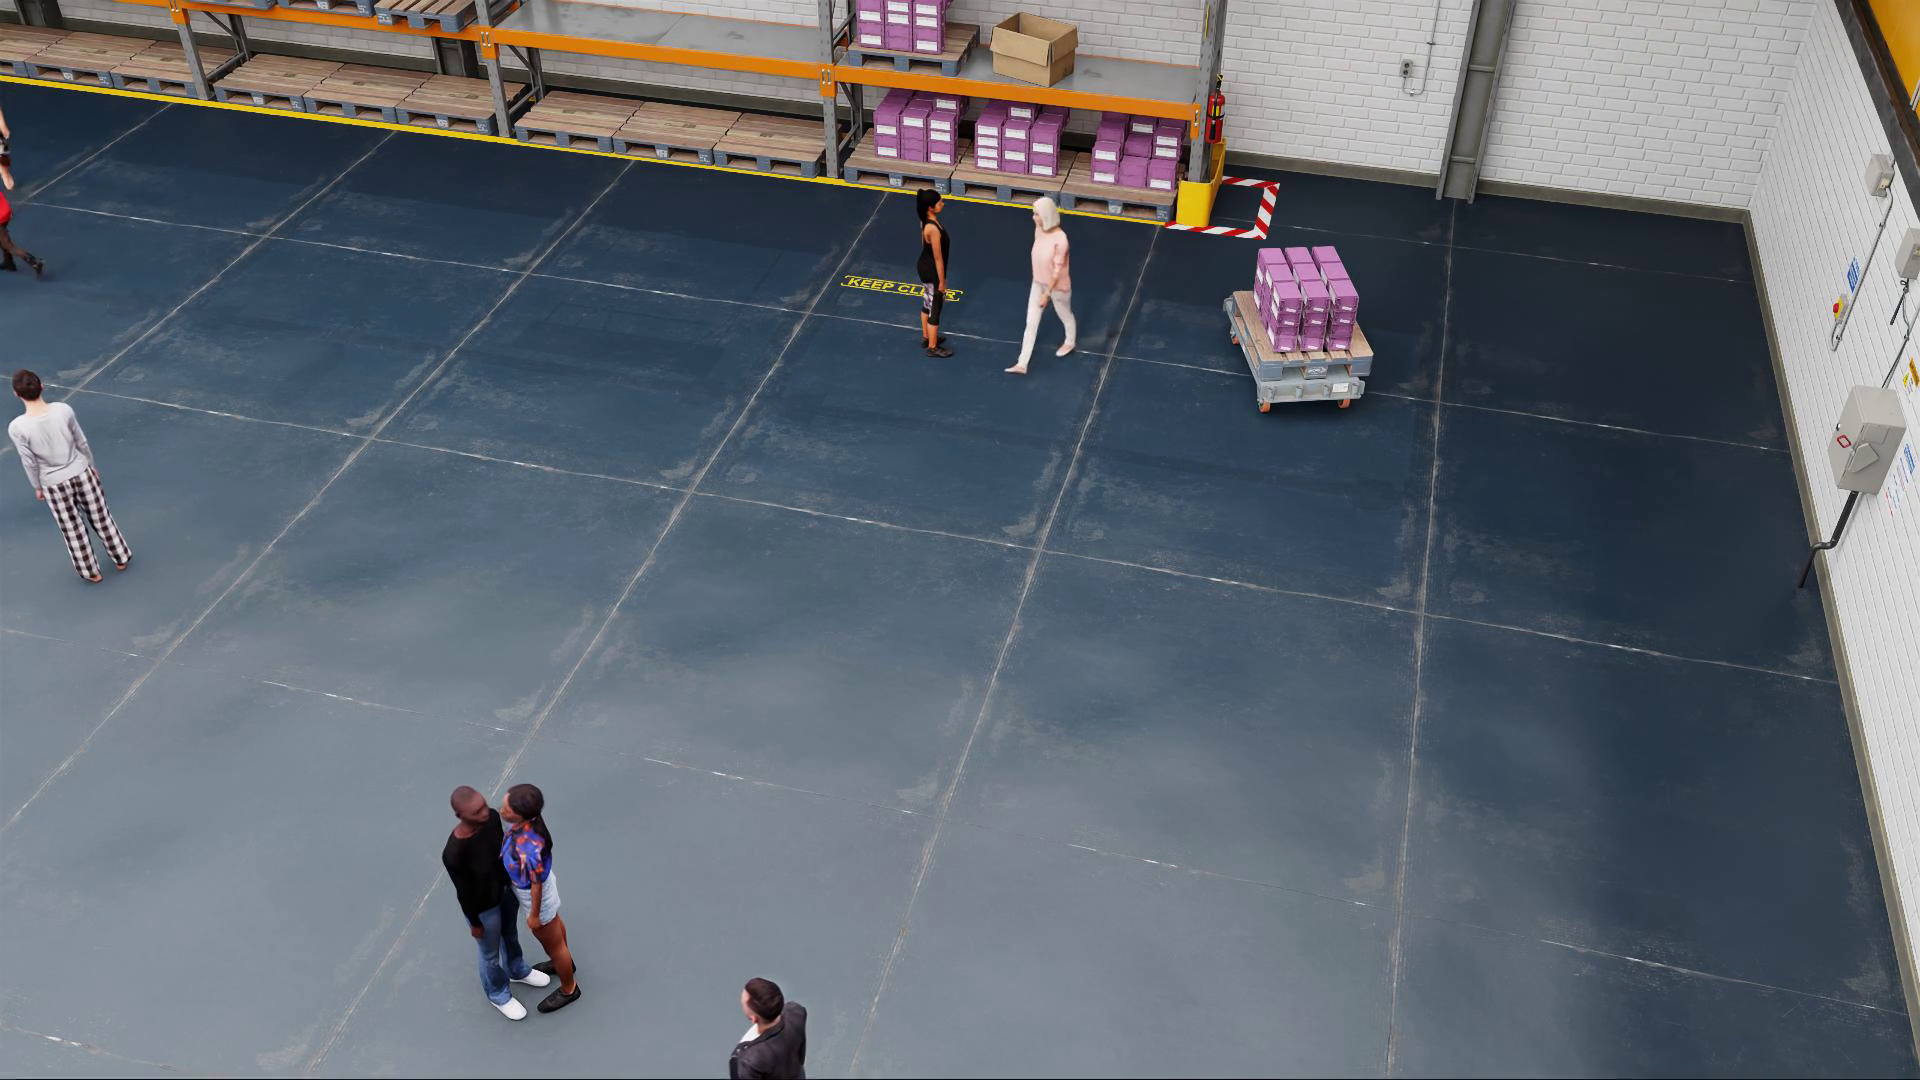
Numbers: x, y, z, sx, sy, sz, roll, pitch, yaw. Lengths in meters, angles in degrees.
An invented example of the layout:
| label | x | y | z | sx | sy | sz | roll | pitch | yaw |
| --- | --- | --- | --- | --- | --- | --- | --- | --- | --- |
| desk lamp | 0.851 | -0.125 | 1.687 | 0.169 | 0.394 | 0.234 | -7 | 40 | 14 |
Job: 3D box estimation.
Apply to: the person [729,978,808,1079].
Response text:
| label | x | y | z | sx | sy | sz | roll | pitch | yaw |
| --- | --- | --- | --- | --- | --- | --- | --- | --- | --- |
| person | -0.926 | 2.842 | 8.406 | 0.629 | 1.830 | 0.692 | 19 | 42 | 22 |

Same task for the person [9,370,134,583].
| label | x | y | z | sx | sy | sz | roll | pitch | yaw |
| --- | --- | --- | --- | --- | --- | --- | --- | --- | --- |
| person | -6.745 | -0.480 | 12.551 | 0.703 | 1.847 | 0.705 | -31 | 48 | -33 |

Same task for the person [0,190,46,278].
| label | x | y | z | sx | sy | sz | roll | pitch | yaw |
| --- | --- | --- | --- | --- | --- | --- | --- | --- | --- |
| person | -9.436 | -3.158 | 16.374 | 0.880 | 1.263 | 0.527 | 9 | 39 | 11 |

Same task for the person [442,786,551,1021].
| label | x | y | z | sx | sy | sz | roll | pitch | yaw |
| --- | --- | --- | --- | --- | --- | --- | --- | --- | --- |
| person | -2.688 | 2.032 | 9.484 | 0.567 | 1.749 | 0.617 | 14 | 41 | 17 |

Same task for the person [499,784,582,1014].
| label | x | y | z | sx | sy | sz | roll | pitch | yaw |
| --- | --- | --- | --- | --- | --- | --- | --- | --- | --- |
| person | -2.408 | 2.020 | 9.511 | 0.692 | 1.735 | 0.669 | -12 | 40 | -15 |

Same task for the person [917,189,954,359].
| label | x | y | z | sx | sy | sz | roll | pitch | yaw |
| --- | --- | --- | --- | --- | --- | --- | --- | --- | --- |
| person | -0.251 | -2.450 | 15.167 | 0.666 | 1.661 | 0.654 | -10 | 40 | -13 |

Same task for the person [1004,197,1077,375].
| label | x | y | z | sx | sy | sz | roll | pitch | yaw |
| --- | --- | --- | --- | --- | --- | --- | --- | --- | --- |
| person | 0.889 | -2.303 | 14.981 | 1.050 | 1.663 | 1.141 | -30 | 47 | -32 |
